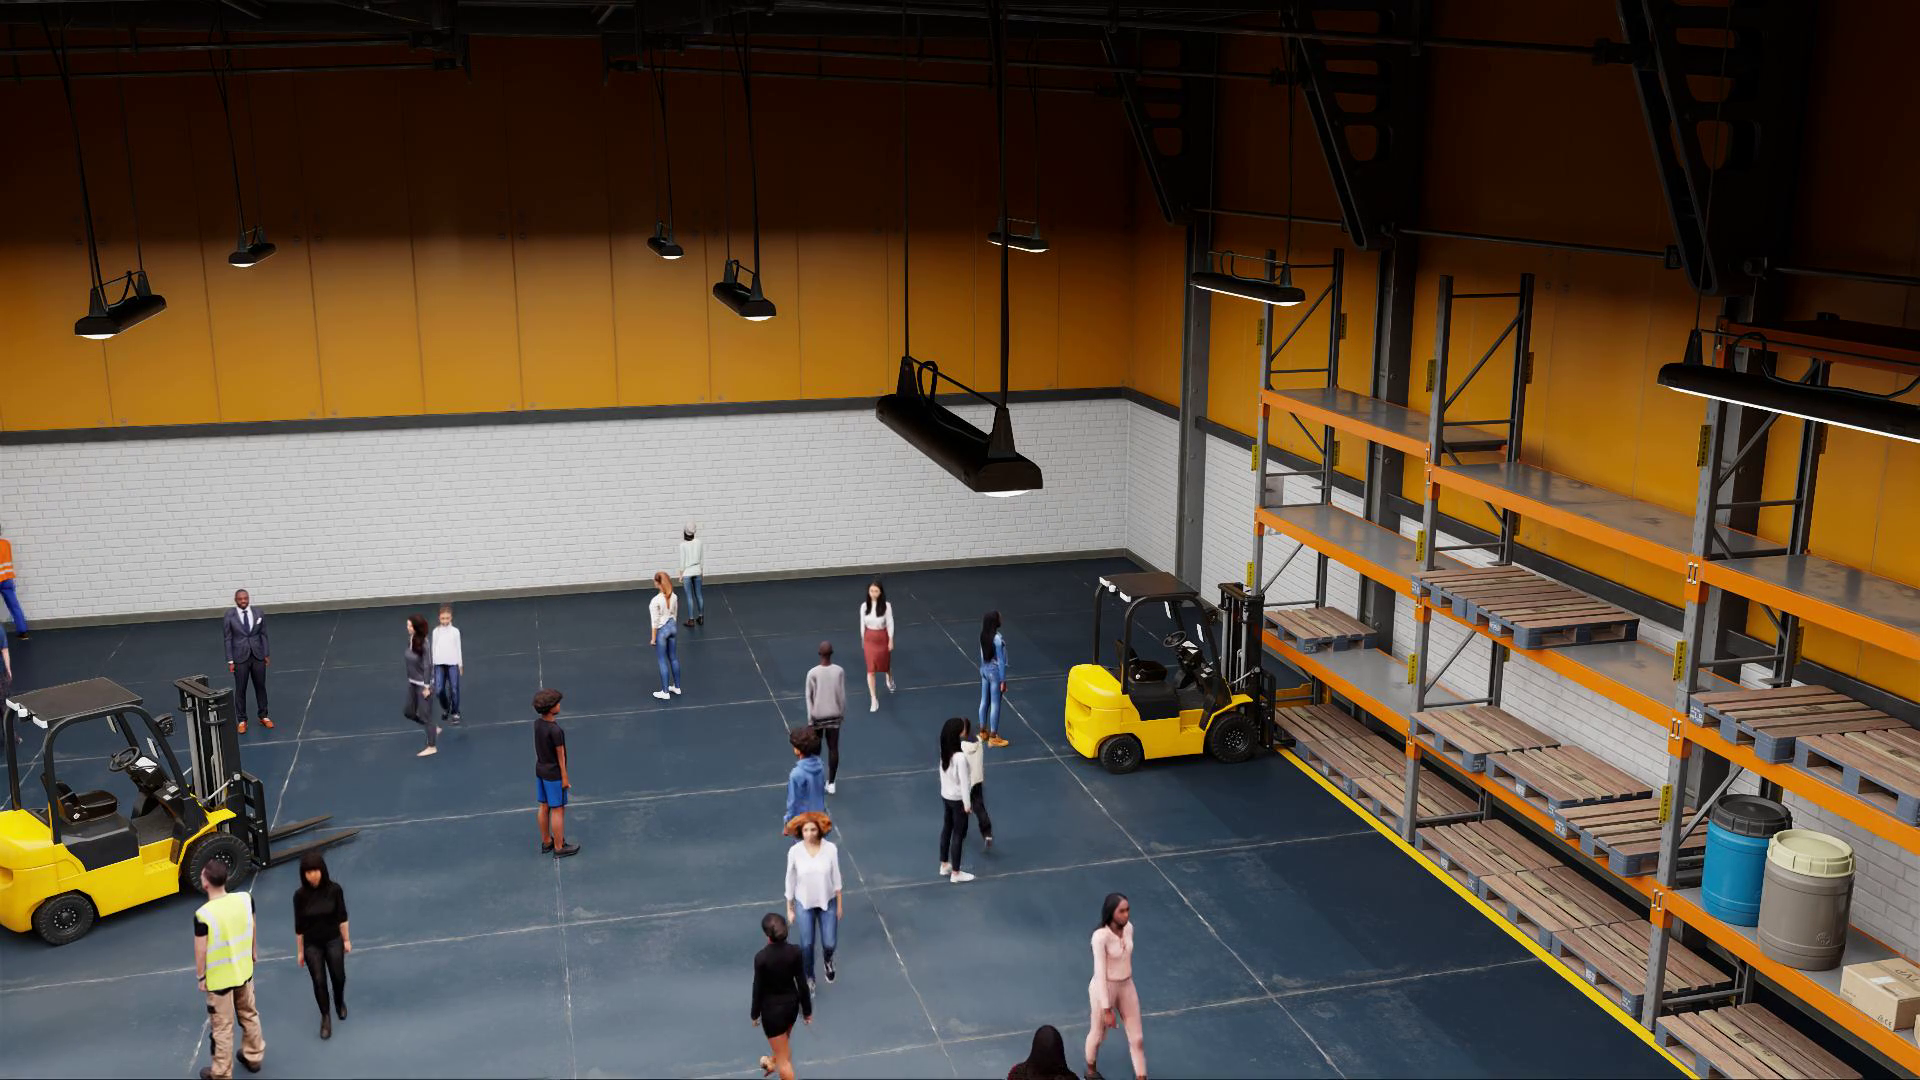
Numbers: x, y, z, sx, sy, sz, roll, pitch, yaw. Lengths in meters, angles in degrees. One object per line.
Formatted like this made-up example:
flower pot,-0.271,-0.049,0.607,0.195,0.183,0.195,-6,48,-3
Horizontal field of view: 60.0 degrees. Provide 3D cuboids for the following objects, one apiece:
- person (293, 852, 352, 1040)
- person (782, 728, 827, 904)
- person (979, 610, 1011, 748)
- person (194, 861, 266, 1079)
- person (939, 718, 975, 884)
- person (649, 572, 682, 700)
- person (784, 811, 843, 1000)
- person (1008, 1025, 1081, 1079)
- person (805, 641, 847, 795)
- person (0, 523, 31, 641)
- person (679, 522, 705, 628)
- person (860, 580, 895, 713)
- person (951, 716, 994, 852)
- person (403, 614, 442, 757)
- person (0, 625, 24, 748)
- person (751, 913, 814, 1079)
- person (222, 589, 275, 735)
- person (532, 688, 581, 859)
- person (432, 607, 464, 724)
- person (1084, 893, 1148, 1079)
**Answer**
person,-5.329,3.333,13.883,0.587,1.629,0.672,-5,14,-19
person,-1.418,2.704,16.125,0.859,1.796,0.776,6,15,22
person,0.398,1.686,20.507,0.720,1.712,0.547,-8,16,-28
person,-5.789,3.402,13.139,0.911,1.844,0.852,8,16,30
person,-0.060,2.598,16.765,0.733,1.701,0.571,-8,16,-29
person,-3.942,1.256,22.244,0.718,1.731,0.682,10,17,35
person,-1.262,3.135,14.563,0.724,1.694,0.747,-1,14,-3
person,0.514,4.029,10.804,0.903,1.725,1.170,1,14,3
person,-1.507,2.041,18.968,0.655,1.746,0.995,-4,14,-17
person,-14.174,0.630,24.603,1.079,1.837,1.019,4,14,16
person,-4.115,0.510,25.511,0.635,1.644,0.621,-10,17,-37
person,-1.066,1.360,21.810,0.871,1.733,1.054,3,14,12
person,0.125,2.565,17.479,0.766,1.428,1.022,-7,15,-25
person,-6.467,1.736,20.204,0.785,1.758,0.845,10,17,37
person,-11.848,1.651,20.318,0.709,1.869,0.630,-7,15,-27
person,-1.323,3.663,12.614,0.789,1.585,1.152,-8,16,-28
person,-9.017,1.497,21.052,0.774,1.824,0.747,-10,17,-36
person,-4.261,2.413,17.326,0.656,1.796,0.760,12,18,42
person,-6.550,1.580,21.304,0.553,1.544,0.590,-2,14,-9
person,1.109,3.530,12.937,0.882,1.690,1.081,-11,17,-37
